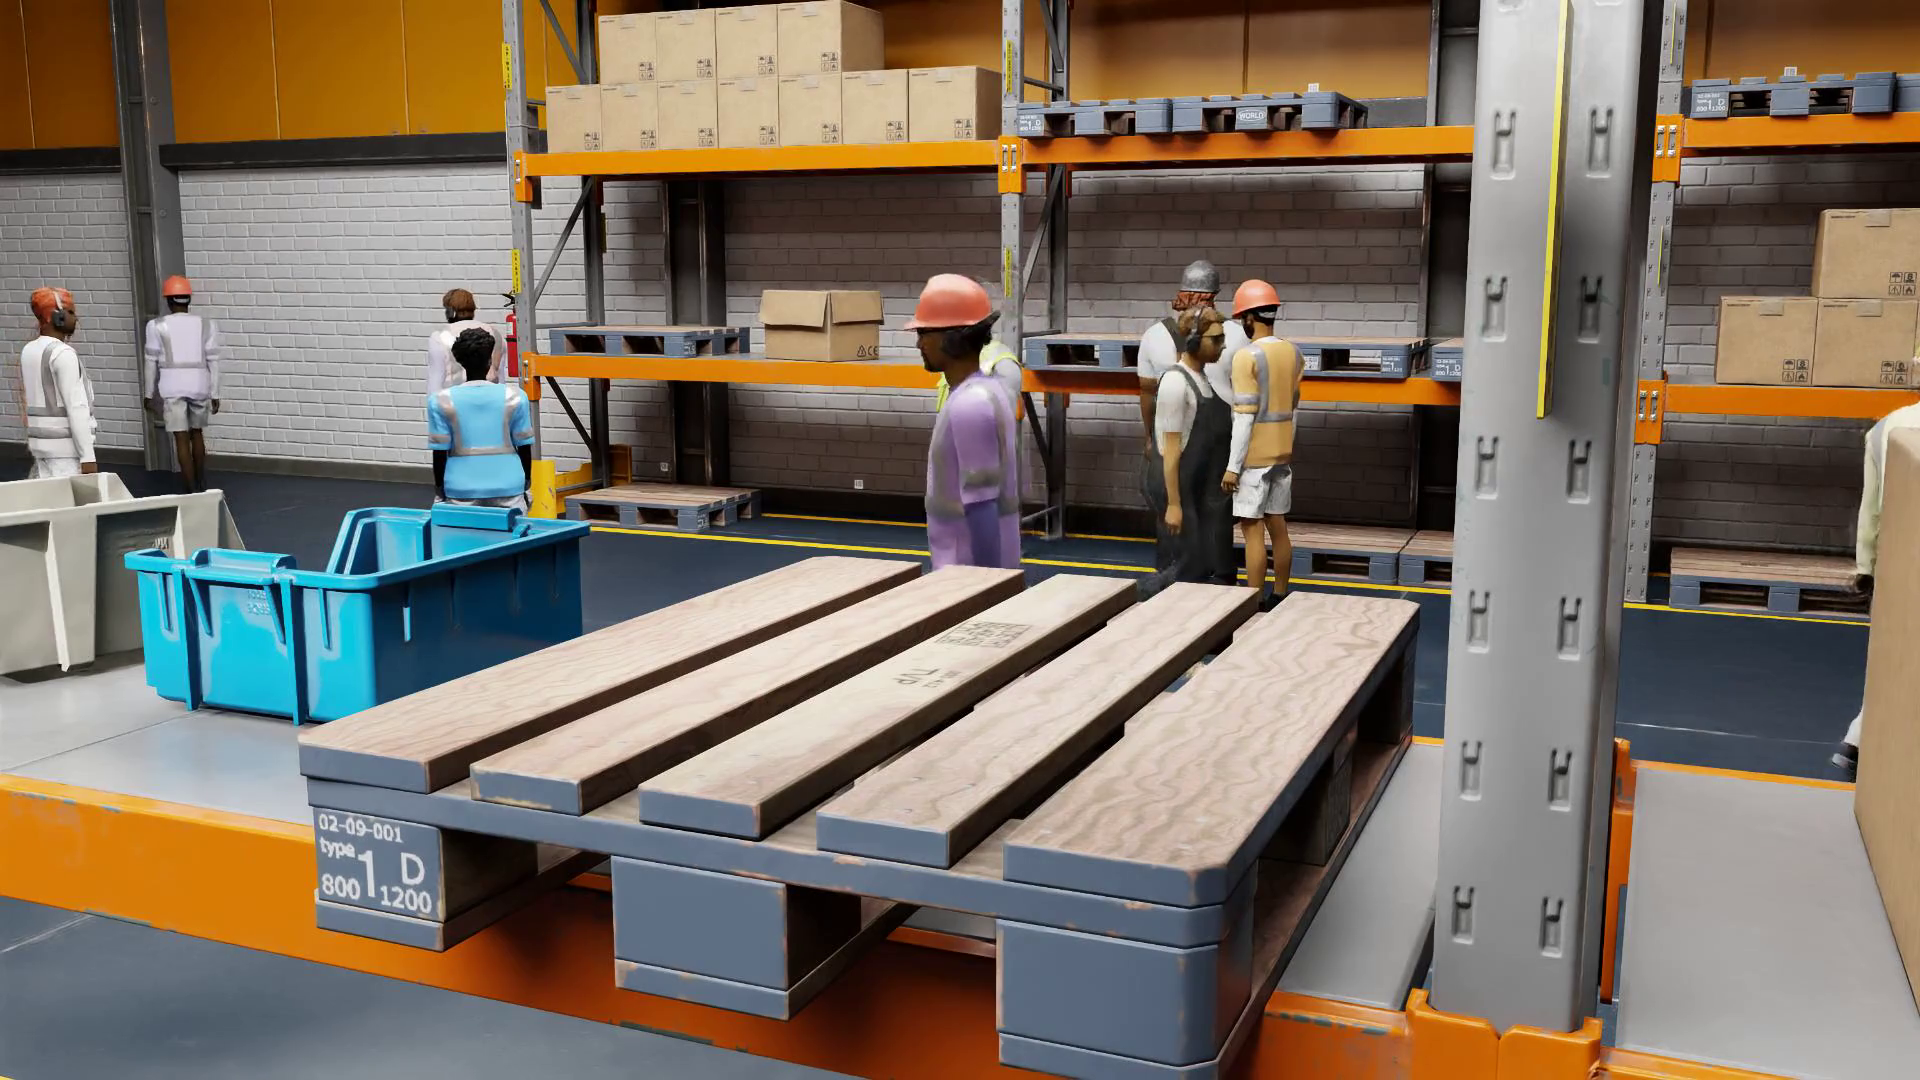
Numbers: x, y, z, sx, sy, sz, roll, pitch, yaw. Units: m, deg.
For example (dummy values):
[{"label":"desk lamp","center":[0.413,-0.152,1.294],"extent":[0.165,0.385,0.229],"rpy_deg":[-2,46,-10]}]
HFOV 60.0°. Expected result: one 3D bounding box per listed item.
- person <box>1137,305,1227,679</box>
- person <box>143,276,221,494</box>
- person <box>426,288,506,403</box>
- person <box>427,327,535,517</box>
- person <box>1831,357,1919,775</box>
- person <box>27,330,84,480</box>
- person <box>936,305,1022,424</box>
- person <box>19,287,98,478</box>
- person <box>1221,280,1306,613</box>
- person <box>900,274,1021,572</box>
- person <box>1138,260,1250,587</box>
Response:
[{"label":"person","center":[1.023,-0.226,8.097],"extent":[0.543,1.829,0.510],"rpy_deg":[4,10,25]},{"label":"person","center":[-6.549,-1.252,13.981],"extent":[0.561,1.907,0.816],"rpy_deg":[-8,12,-40]},{"label":"person","center":[-3.627,-0.920,12.213],"extent":[0.429,1.837,0.629],"rpy_deg":[8,13,41]},{"label":"person","center":[-2.444,-0.239,8.540],"extent":[0.529,1.694,0.321],"rpy_deg":[-4,10,-20]},{"label":"person","center":[3.834,0.068,6.514],"extent":[0.957,1.758,0.573],"rpy_deg":[-2,10,-10]},{"label":"person","center":[-6.913,-0.885,12.701],"extent":[0.842,1.600,0.517],"rpy_deg":[5,11,26]},{"label":"person","center":[0.084,-0.461,9.465],"extent":[0.429,1.837,0.624],"rpy_deg":[-6,11,-33]},{"label":"person","center":[-5.123,-0.498,9.533],"extent":[0.576,1.883,0.355],"rpy_deg":[7,12,37]},{"label":"person","center":[1.633,-0.458,9.155],"extent":[0.543,1.927,0.375],"rpy_deg":[-9,13,-43]},{"label":"person","center":[0.053,0.076,5.795],"extent":[1.064,1.992,0.633],"rpy_deg":[1,10,5]},{"label":"person","center":[1.433,-0.661,10.034],"extent":[0.674,2.000,0.537],"rpy_deg":[4,10,20]}]
